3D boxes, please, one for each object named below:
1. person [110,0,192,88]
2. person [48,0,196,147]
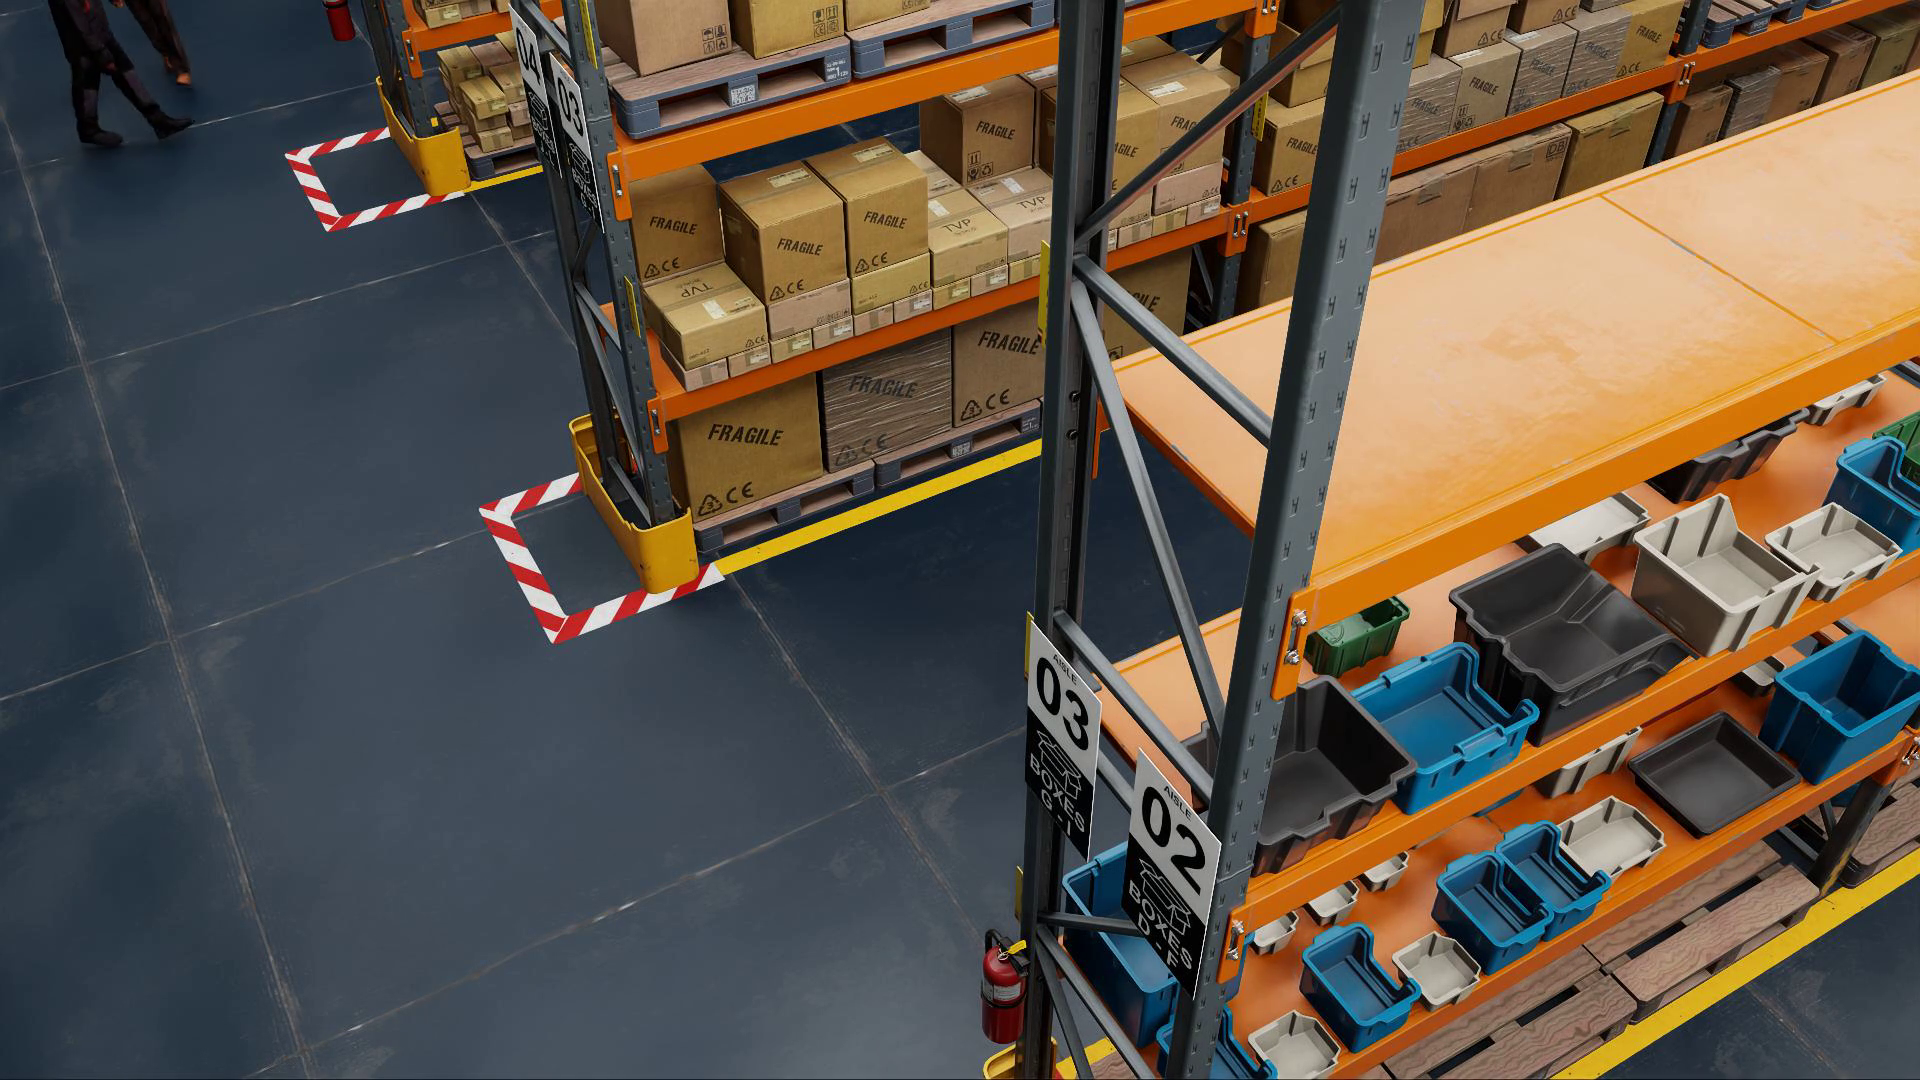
[{"bbox_3d":[-6.889,-4.735,13.817,1.104,1.864,0.856,-19,46,-19],"label":"person"},{"bbox_3d":[-6.889,-3.855,12.939,1.276,1.774,1.053,-4,43,-4],"label":"person"}]
